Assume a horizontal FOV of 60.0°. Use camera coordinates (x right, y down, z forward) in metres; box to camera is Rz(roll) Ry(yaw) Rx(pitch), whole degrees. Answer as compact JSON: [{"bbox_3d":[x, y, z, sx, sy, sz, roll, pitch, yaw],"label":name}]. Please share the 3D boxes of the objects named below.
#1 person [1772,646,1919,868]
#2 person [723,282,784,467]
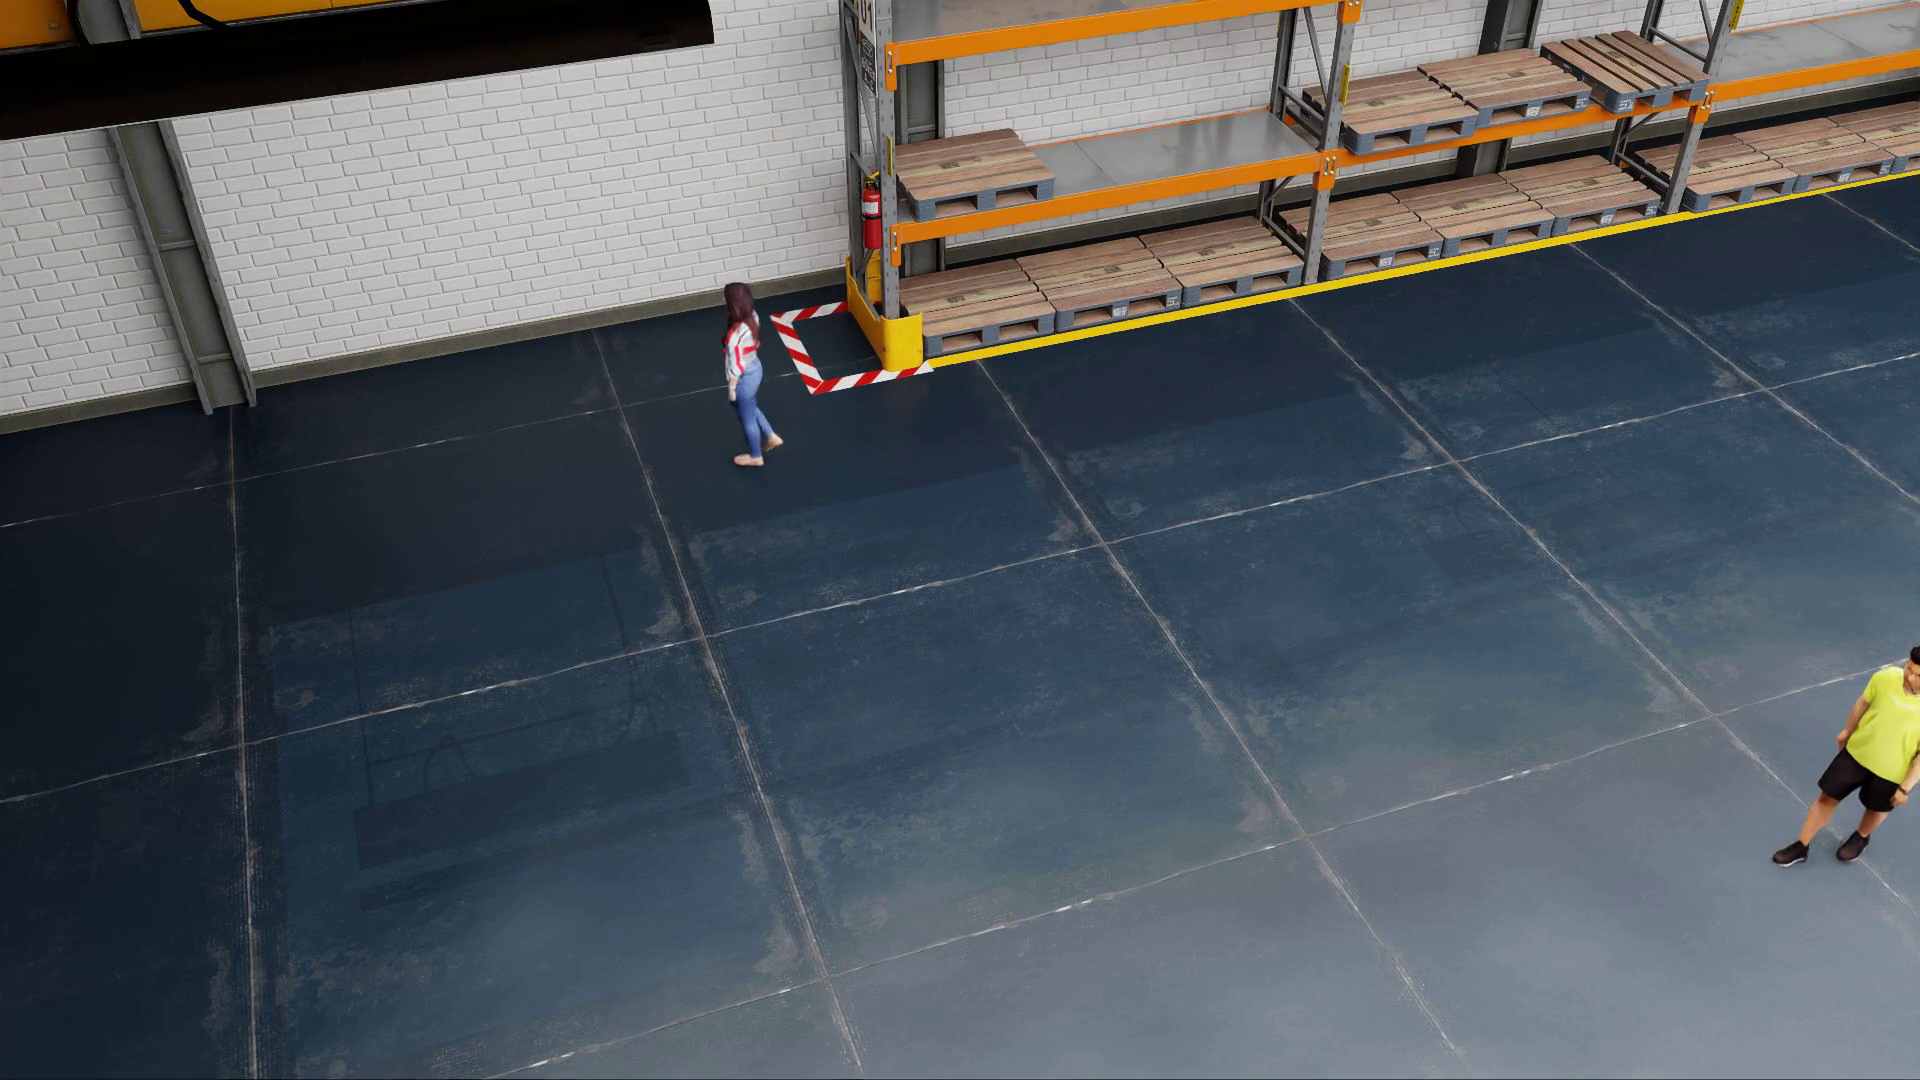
[{"bbox_3d":[5.251,1.189,9.405,1.000,1.683,0.815,-24,44,-27],"label":"person"},{"bbox_3d":[-1.533,-1.221,12.483,0.790,1.608,0.746,7,39,8],"label":"person"}]
